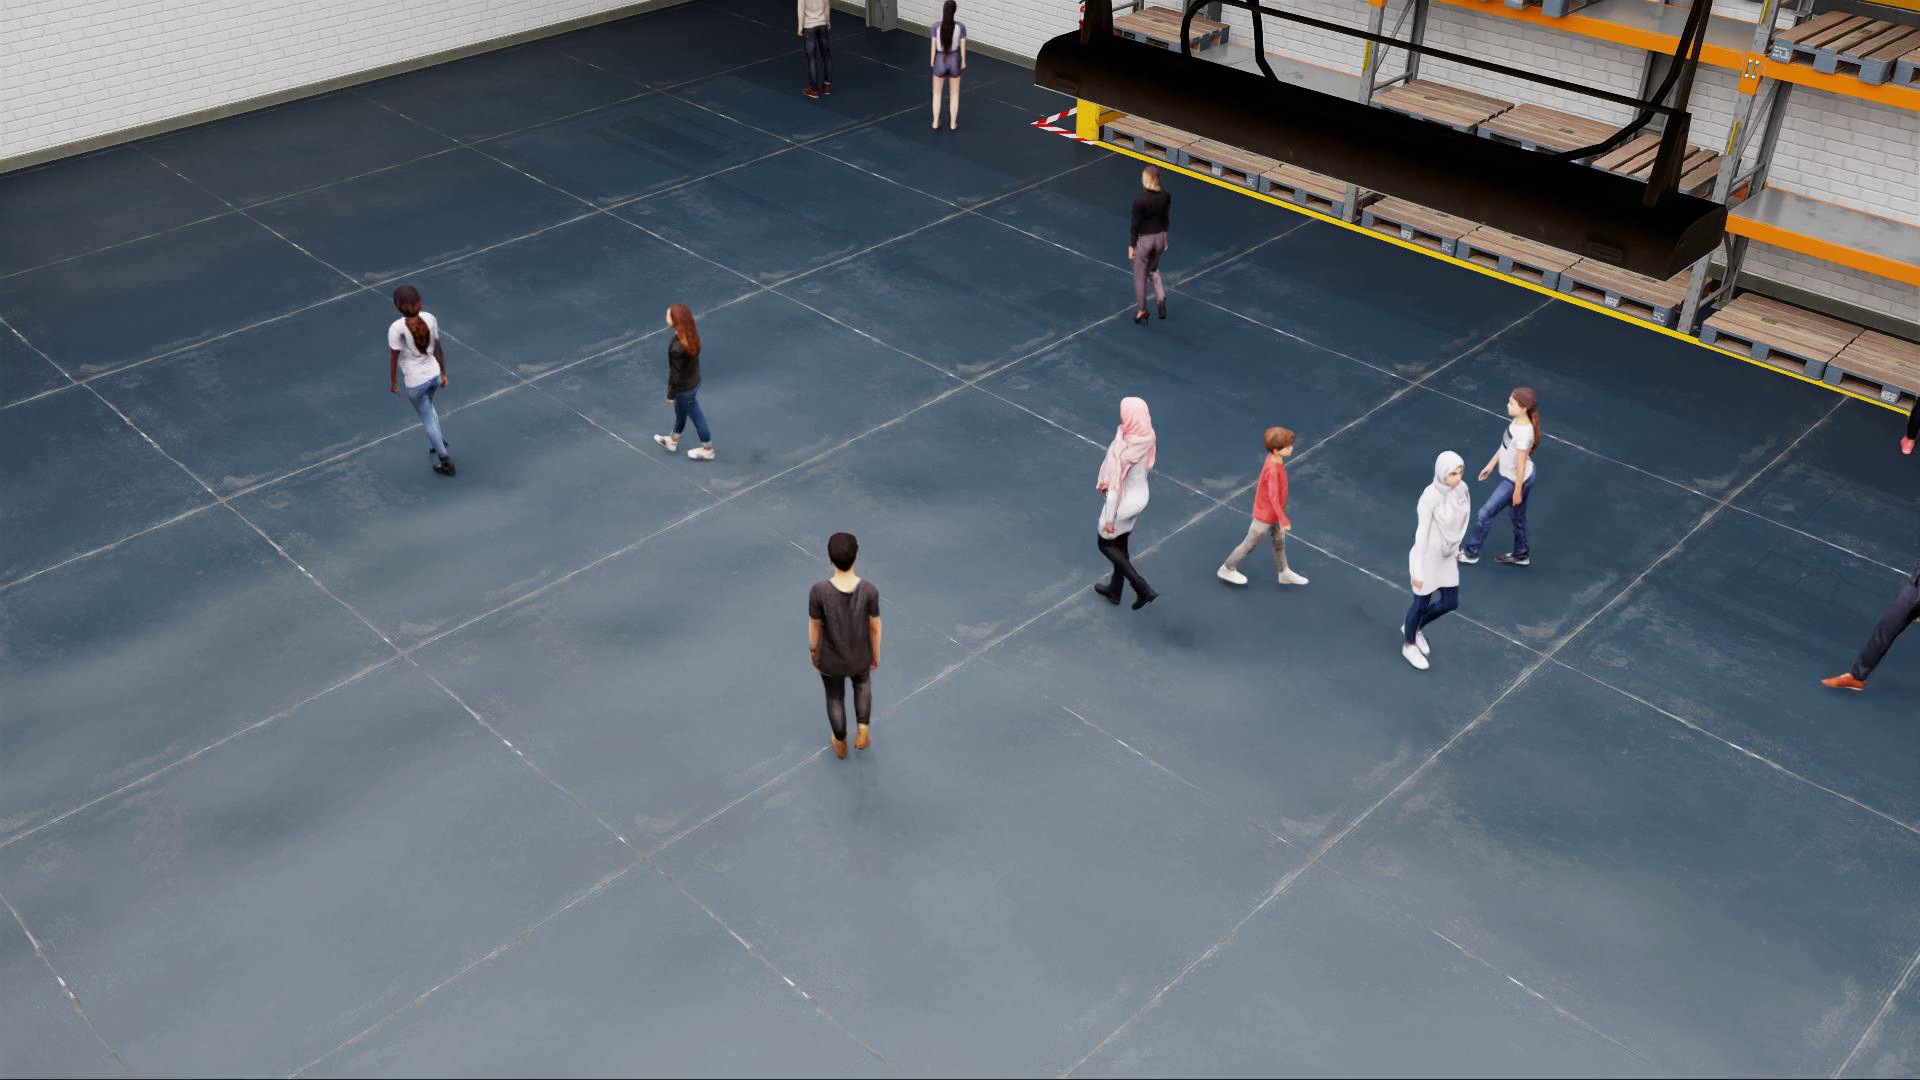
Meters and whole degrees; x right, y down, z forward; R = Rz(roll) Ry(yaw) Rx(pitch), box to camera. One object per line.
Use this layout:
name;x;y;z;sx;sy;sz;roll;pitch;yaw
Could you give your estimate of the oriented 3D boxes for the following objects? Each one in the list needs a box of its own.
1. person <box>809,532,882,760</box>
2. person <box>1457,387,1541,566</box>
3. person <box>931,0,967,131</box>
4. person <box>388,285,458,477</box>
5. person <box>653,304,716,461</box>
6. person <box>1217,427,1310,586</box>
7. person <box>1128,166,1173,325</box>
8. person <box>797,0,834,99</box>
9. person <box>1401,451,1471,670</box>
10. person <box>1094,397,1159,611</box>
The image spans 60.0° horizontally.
person;-0.750;0.758;10.882;0.741;1.700;0.777;-5;34;-8
person;4.371;-0.460;12.864;0.960;1.534;0.789;8;34;12
person;-0.155;-6.030;21.144;0.672;1.645;0.722;-2;34;-2
person;-4.464;-1.315;13.994;0.744;1.707;0.663;19;38;27
person;-2.268;-1.334;14.240;0.923;1.467;0.839;4;34;6
person;2.266;-0.227;12.646;0.996;1.388;0.790;10;35;15
person;1.907;-2.848;16.341;0.686;1.662;0.756;-19;38;-26
person;-1.940;-6.869;22.206;0.693;1.866;0.618;-21;39;-28
person;3.306;0.108;11.801;0.705;1.765;0.704;-18;37;-24
person;1.287;-0.221;12.272;0.614;1.791;0.841;-29;43;-36
